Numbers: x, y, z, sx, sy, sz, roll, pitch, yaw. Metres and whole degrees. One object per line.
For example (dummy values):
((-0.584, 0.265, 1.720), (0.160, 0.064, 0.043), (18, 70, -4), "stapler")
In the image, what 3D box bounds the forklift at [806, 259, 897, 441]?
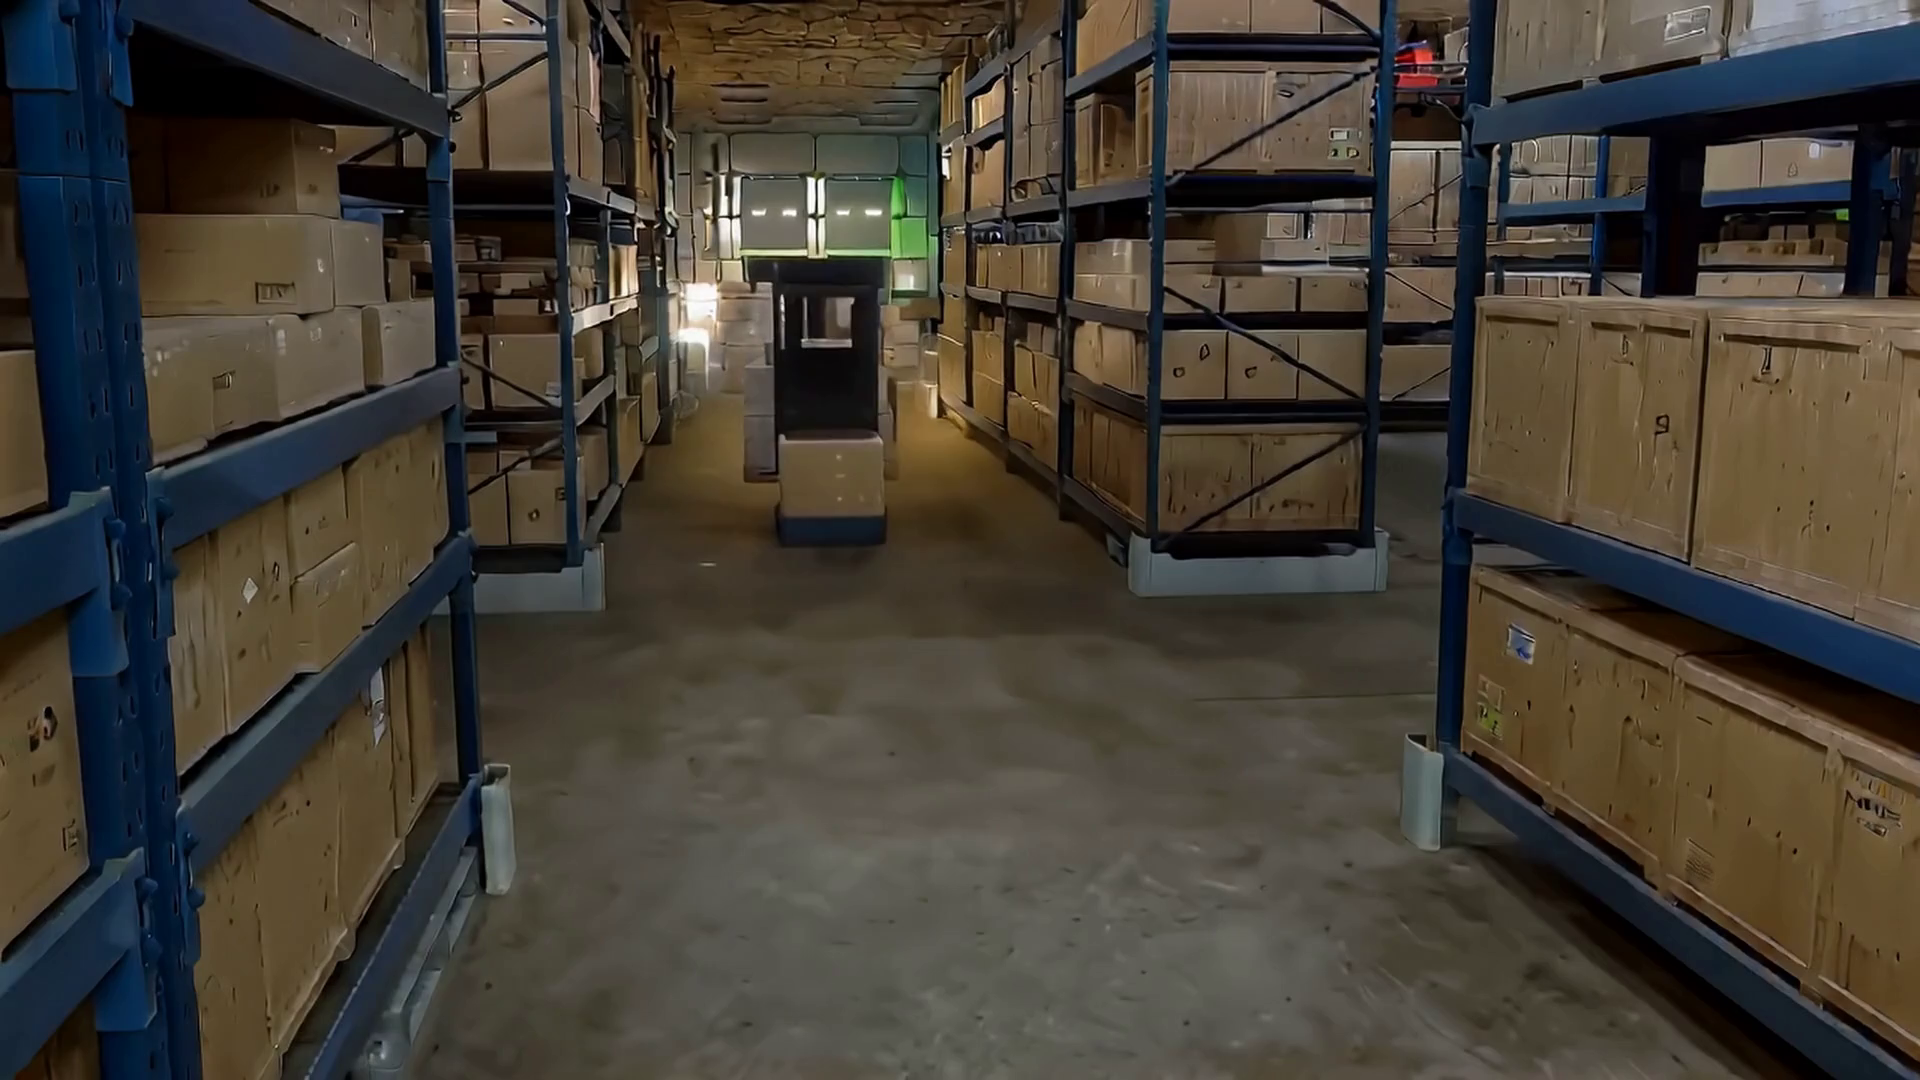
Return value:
((-1.855, -2.908, 25.493), (1.129, 2.768, 1.873), (-6, 11, -32), "forklift")

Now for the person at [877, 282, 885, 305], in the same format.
((-3.083, -8.551, 61.306), (0.656, 1.870, 1.050), (3, 10, 16), "person")

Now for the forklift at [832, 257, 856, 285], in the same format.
((-3.407, -6.733, 47.763), (1.129, 2.768, 1.873), (-1, 10, -7), "forklift")

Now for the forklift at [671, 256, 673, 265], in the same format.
((-10.983, -9.065, 61.341), (1.129, 2.768, 1.873), (-1, 10, -7), "forklift")

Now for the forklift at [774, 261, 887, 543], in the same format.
((-1.361, -1.469, 17.118), (1.129, 2.768, 1.873), (-1, 10, -7), "forklift")
